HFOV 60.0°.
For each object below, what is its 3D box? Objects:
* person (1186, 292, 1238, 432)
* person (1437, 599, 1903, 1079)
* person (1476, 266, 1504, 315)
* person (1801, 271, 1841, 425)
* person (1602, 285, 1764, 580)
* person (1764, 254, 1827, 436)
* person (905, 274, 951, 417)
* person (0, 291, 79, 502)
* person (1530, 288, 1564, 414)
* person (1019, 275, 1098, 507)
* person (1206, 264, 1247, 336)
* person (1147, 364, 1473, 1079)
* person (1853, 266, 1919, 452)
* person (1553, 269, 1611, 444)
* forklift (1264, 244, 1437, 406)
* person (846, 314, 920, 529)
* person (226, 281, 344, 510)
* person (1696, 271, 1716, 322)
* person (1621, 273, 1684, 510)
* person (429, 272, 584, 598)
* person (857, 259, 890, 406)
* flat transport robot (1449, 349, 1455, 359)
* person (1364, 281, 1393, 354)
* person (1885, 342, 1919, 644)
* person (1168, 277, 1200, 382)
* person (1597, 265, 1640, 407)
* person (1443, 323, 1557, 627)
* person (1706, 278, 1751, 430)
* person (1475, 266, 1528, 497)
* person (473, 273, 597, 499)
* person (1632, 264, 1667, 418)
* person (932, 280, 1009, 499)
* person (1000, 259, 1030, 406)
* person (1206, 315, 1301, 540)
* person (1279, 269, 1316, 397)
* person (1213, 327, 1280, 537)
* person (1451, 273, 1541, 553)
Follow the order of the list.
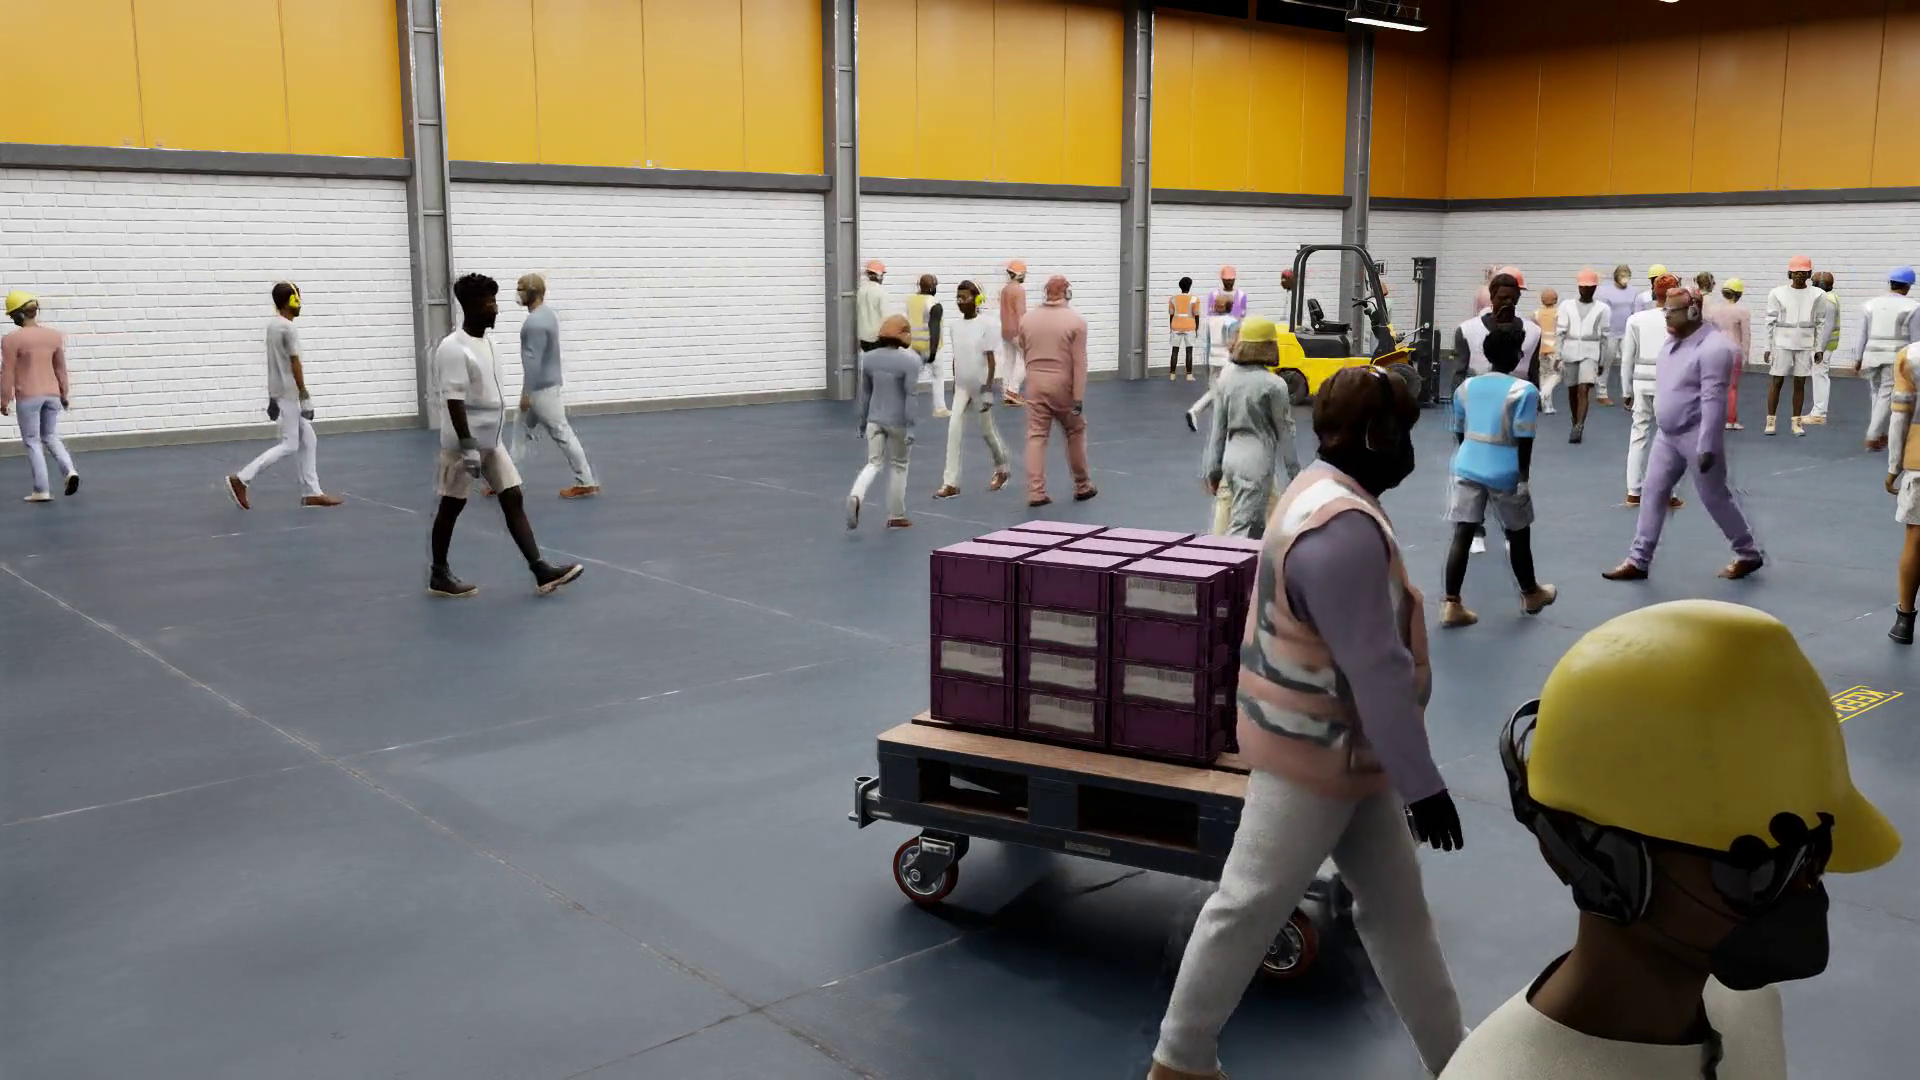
[{"bbox_3d":[2.906,-1.980,18.767,0.644,1.622,0.520,-5,11,-28],"label":"person"},{"bbox_3d":[0.544,0.915,1.388,0.315,1.769,0.525,9,13,43],"label":"person"},{"bbox_3d":[7.468,-2.858,23.138,0.712,1.882,0.647,5,11,28],"label":"person"},{"bbox_3d":[10.359,-2.311,20.061,0.429,1.840,0.632,5,11,26],"label":"person"},{"bbox_3d":[4.582,-0.653,10.346,1.005,1.854,0.652,-2,10,-12],"label":"person"},{"bbox_3d":[9.385,-2.182,18.709,0.612,2.041,0.394,3,10,16],"label":"person"},{"bbox_3d":[-0.484,-2.409,20.744,0.616,1.812,0.825,9,13,44],"label":"person"},{"bbox_3d":[-7.597,-1.171,13.675,0.427,1.740,0.534,4,11,23],"label":"person"},{"bbox_3d":[7.465,-2.388,21.136,0.537,1.613,0.574,9,13,42],"label":"person"},{"bbox_3d":[0.825,-1.223,13.630,0.636,1.864,0.882,5,11,28],"label":"person"},{"bbox_3d":[3.723,-2.899,23.306,0.553,1.913,0.824,1,10,3],"label":"person"},{"bbox_3d":[0.892,0.501,3.809,0.977,1.777,0.643,3,10,16],"label":"person"},{"bbox_3d":[9.729,-1.875,17.295,0.866,1.909,0.622,-6,11,-32],"label":"person"},{"bbox_3d":[6.838,-2.031,18.288,0.540,1.900,0.996,5,11,27],"label":"person"},{"bbox_3d":[5.256,-2.933,22.661,2.313,2.155,1.214,3,10,16],"label":"forklift"},{"bbox_3d":[-0.567,-0.843,12.142,0.532,1.605,0.701,6,11,29],"label":"person"},{"bbox_3d":[-5.419,-1.138,13.242,0.817,1.828,0.520,-6,11,-31],"label":"person"},{"bbox_3d":[9.464,-2.539,21.429,0.655,1.829,0.518,-2,10,-10],"label":"person"},{"bbox_3d":[5.593,-1.182,13.318,0.582,1.882,0.338,9,13,44],"label":"person"},{"bbox_3d":[-2.741,-0.593,9.754,0.968,1.915,0.630,2,10,13],"label":"person"},{"bbox_3d":[-1.091,-2.659,21.682,0.431,1.977,0.651,-8,13,-40],"label":"person"},{"bbox_3d":[10.228,-3.578,32.061,1.431,0.197,0.652,5,11,27],"label":"flat transport robot"},{"bbox_3d":[6.505,-3.198,25.857,0.511,1.632,0.278,-6,11,-30],"label":"person"},{"bbox_3d":[5.103,-0.400,8.616,0.543,1.928,0.373,6,11,31],"label":"person"},{"bbox_3d":[3.623,-3.400,26.882,0.527,1.690,0.321,4,10,20],"label":"person"},{"bbox_3d":[8.829,-2.705,22.186,0.663,1.895,0.960,-2,10,-11],"label":"person"},{"bbox_3d":[2.981,-0.362,9.166,0.858,1.647,0.555,-8,12,-37],"label":"person"},{"bbox_3d":[8.968,-2.169,19.439,0.328,1.767,0.531,-8,13,-40],"label":"person"},{"bbox_3d":[4.567,-1.332,14.048,0.377,1.932,0.552,-3,10,-19],"label":"person"},{"bbox_3d":[-3.510,-1.254,13.747,1.009,1.885,0.647,-2,10,-11],"label":"person"},{"bbox_3d":[8.591,-2.442,20.576,0.593,1.923,0.382,-1,10,-6],"label":"person"},{"bbox_3d":[0.128,-1.288,14.104,0.526,1.834,0.958,6,12,33],"label":"person"},{"bbox_3d":[0.757,-2.776,22.365,0.439,1.979,0.648,-4,11,-24],"label":"person"},{"bbox_3d":[1.656,-0.391,9.244,0.910,1.696,0.494,-7,12,-35],"label":"person"},{"bbox_3d":[4.797,-2.938,23.709,0.862,1.857,0.573,1,10,8],"label":"person"},{"bbox_3d":[1.886,-0.569,10.495,0.670,1.608,0.523,-5,11,-28],"label":"person"},{"bbox_3d":[3.651,-0.859,11.370,0.621,1.912,0.463,1,10,3],"label":"person"}]
